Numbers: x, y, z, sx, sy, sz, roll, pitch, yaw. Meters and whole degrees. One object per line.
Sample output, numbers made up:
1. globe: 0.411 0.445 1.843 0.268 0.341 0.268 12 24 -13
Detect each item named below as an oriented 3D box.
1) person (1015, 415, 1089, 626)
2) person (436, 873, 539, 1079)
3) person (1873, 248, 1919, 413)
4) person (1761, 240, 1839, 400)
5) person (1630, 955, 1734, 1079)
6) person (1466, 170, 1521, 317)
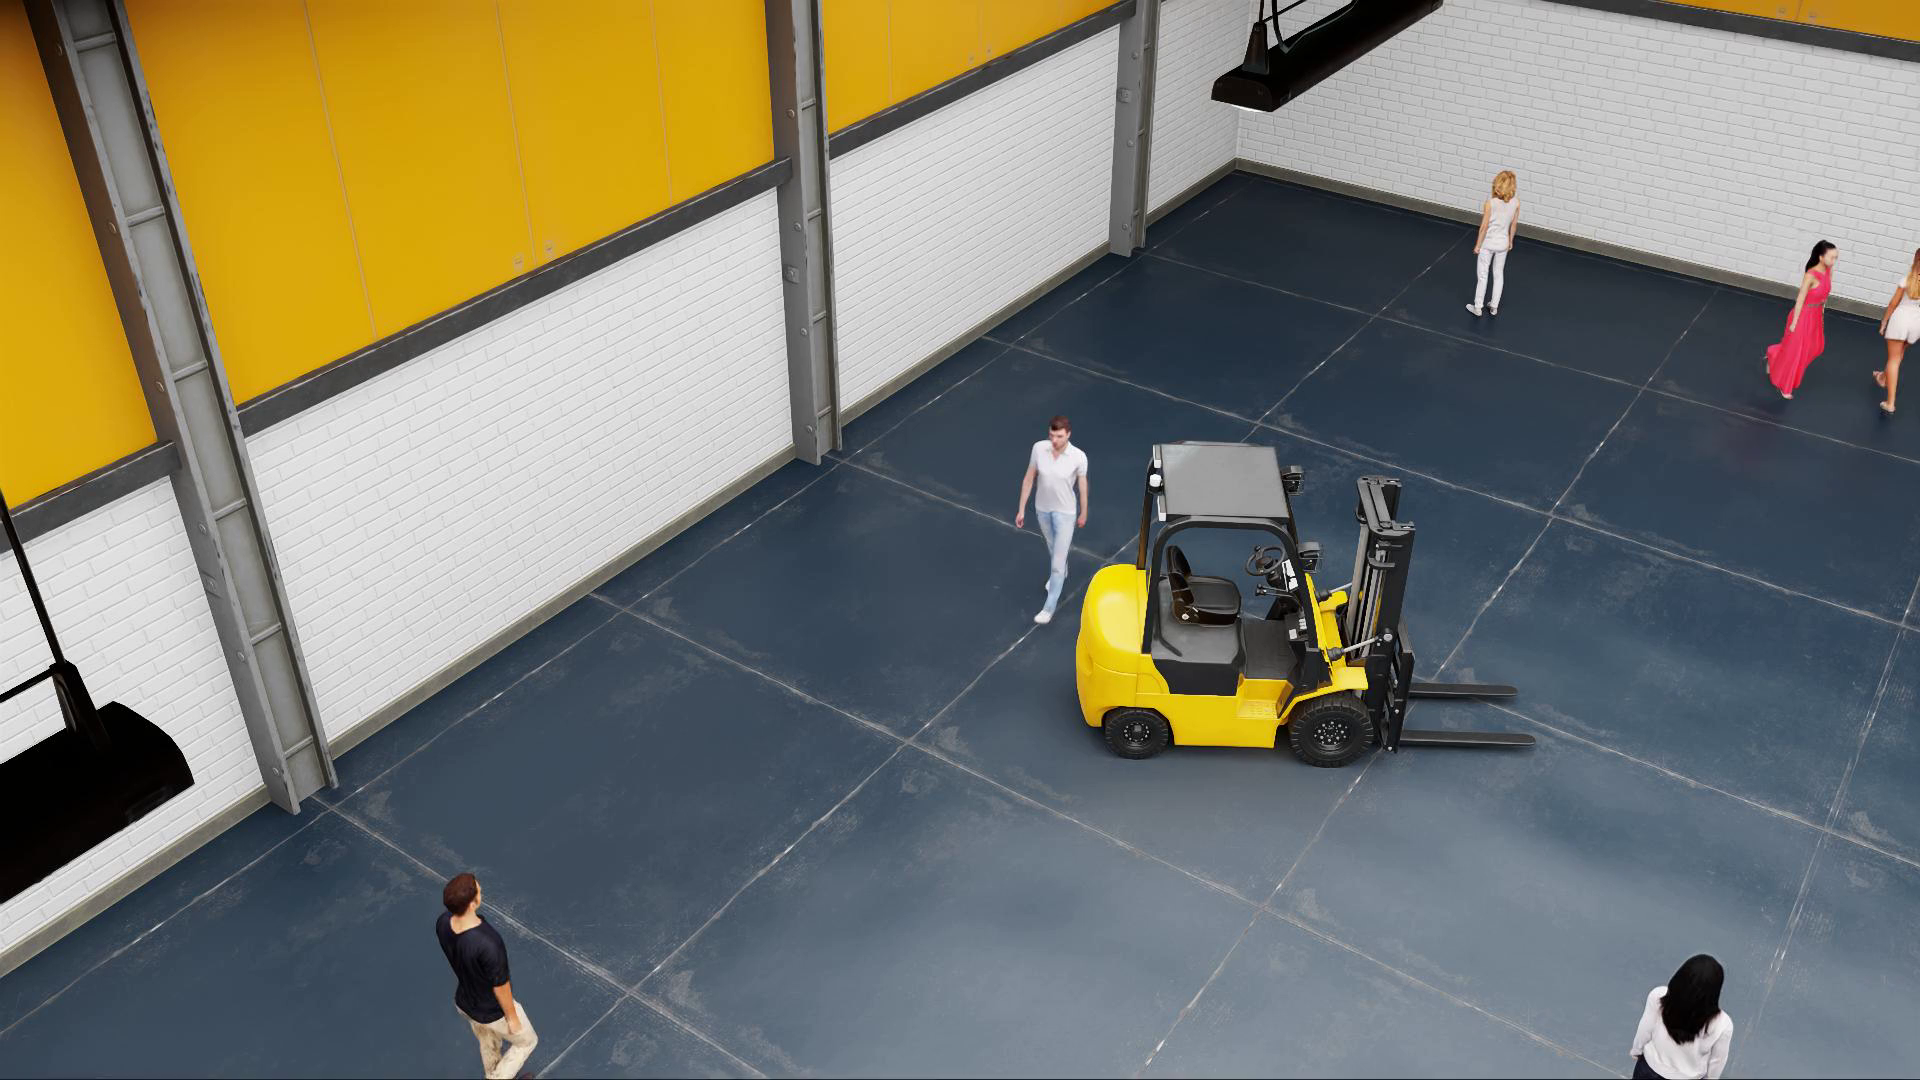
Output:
1. person: 0.830 -0.273 13.844 0.754 1.797 1.180 17 37 24
2. person: -2.733 2.660 9.385 0.661 1.847 0.757 22 40 30
3. person: 9.501 -2.076 16.696 0.932 1.641 1.219 6 34 8
4. person: 8.520 -2.260 16.913 0.829 1.709 0.840 -18 38 -25
5. person: 3.915 2.902 9.154 0.621 1.700 0.563 19 38 26
6. person: 5.952 -3.308 18.524 0.686 1.669 0.747 -6 34 -9
